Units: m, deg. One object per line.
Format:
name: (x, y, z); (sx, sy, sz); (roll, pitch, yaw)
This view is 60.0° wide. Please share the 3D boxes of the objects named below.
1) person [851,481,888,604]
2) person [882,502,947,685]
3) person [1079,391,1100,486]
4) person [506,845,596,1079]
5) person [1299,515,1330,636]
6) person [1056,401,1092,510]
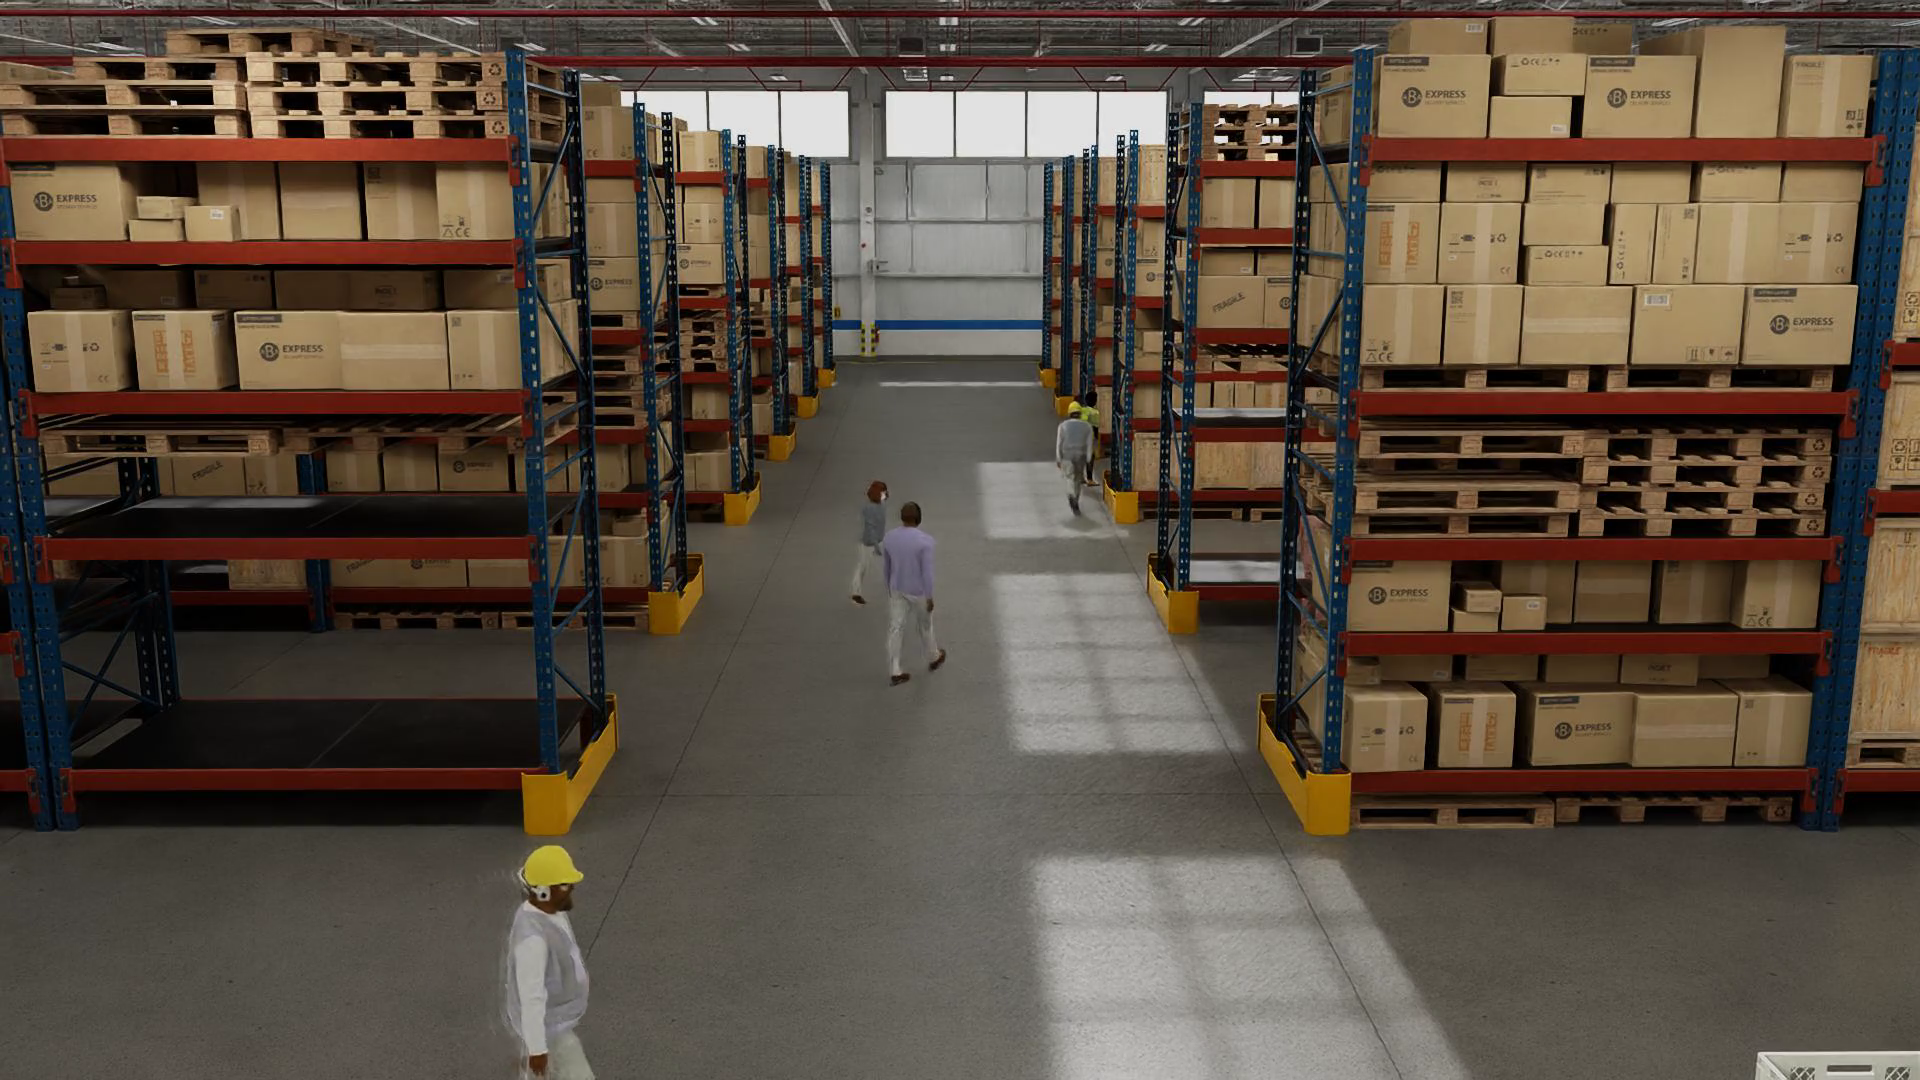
person: (-1.019, 0.054, 20.657); (0.872, 1.585, 0.495); (8, 14, 34)
person: (-0.478, 0.526, 17.536); (0.661, 1.893, 0.976); (6, 13, 26)
person: (2.298, -1.802, 29.600); (0.319, 1.692, 0.536); (-7, 13, -30)
person: (-1.970, 2.405, 8.418); (0.610, 1.815, 0.620); (-2, 12, -10)
person: (4.090, 0.271, 18.782); (0.410, 1.909, 0.643); (-5, 12, -22)
person: (1.873, -1.355, 27.095); (0.590, 1.816, 0.612); (-1, 11, -5)
